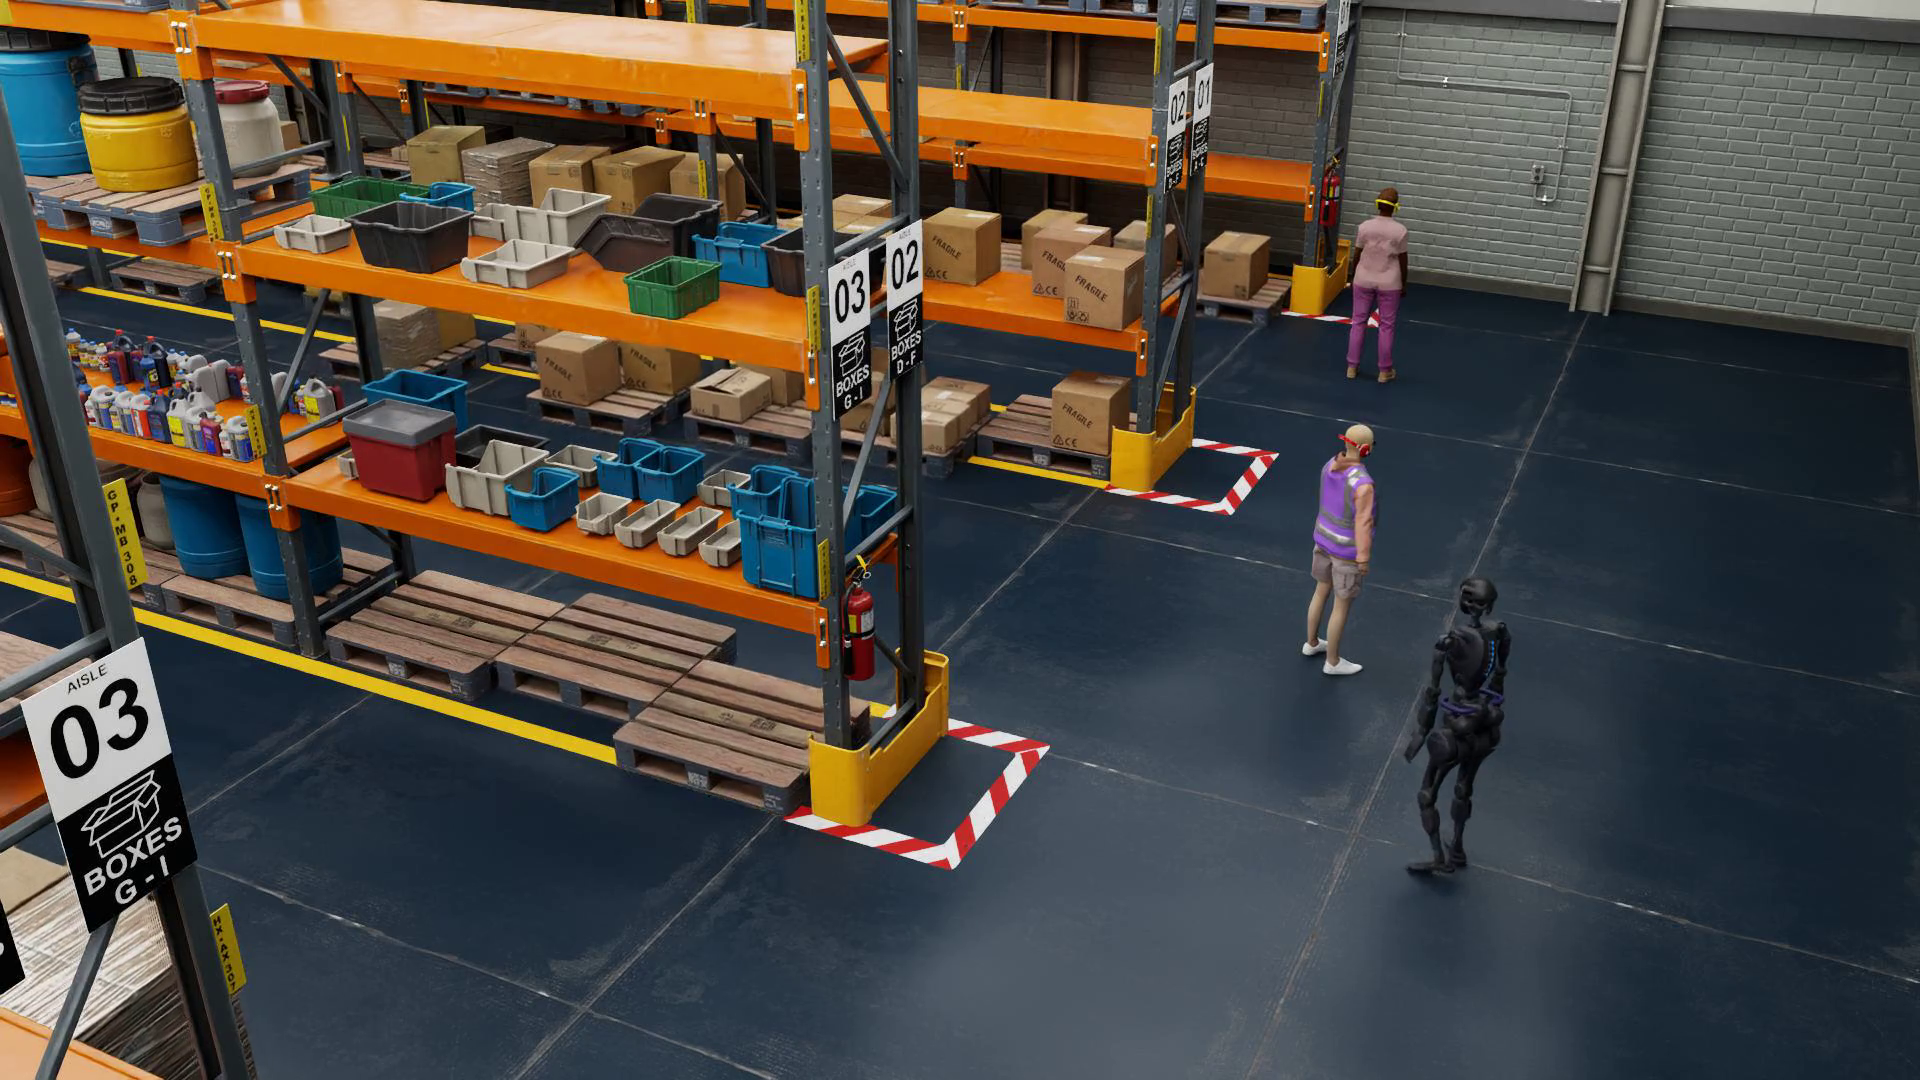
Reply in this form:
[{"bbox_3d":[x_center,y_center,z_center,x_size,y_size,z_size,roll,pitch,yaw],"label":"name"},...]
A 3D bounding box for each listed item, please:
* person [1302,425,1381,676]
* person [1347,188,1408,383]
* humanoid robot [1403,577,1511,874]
[{"bbox_3d":[2.430,0.058,10.588,0.348,1.688,0.491,-10,28,-20],"label":"person"},{"bbox_3d":[3.854,-2.341,15.330,0.536,1.808,0.344,13,29,24],"label":"person"},{"bbox_3d":[2.646,0.983,8.724,0.604,1.637,0.410,-15,30,-27],"label":"humanoid robot"}]
